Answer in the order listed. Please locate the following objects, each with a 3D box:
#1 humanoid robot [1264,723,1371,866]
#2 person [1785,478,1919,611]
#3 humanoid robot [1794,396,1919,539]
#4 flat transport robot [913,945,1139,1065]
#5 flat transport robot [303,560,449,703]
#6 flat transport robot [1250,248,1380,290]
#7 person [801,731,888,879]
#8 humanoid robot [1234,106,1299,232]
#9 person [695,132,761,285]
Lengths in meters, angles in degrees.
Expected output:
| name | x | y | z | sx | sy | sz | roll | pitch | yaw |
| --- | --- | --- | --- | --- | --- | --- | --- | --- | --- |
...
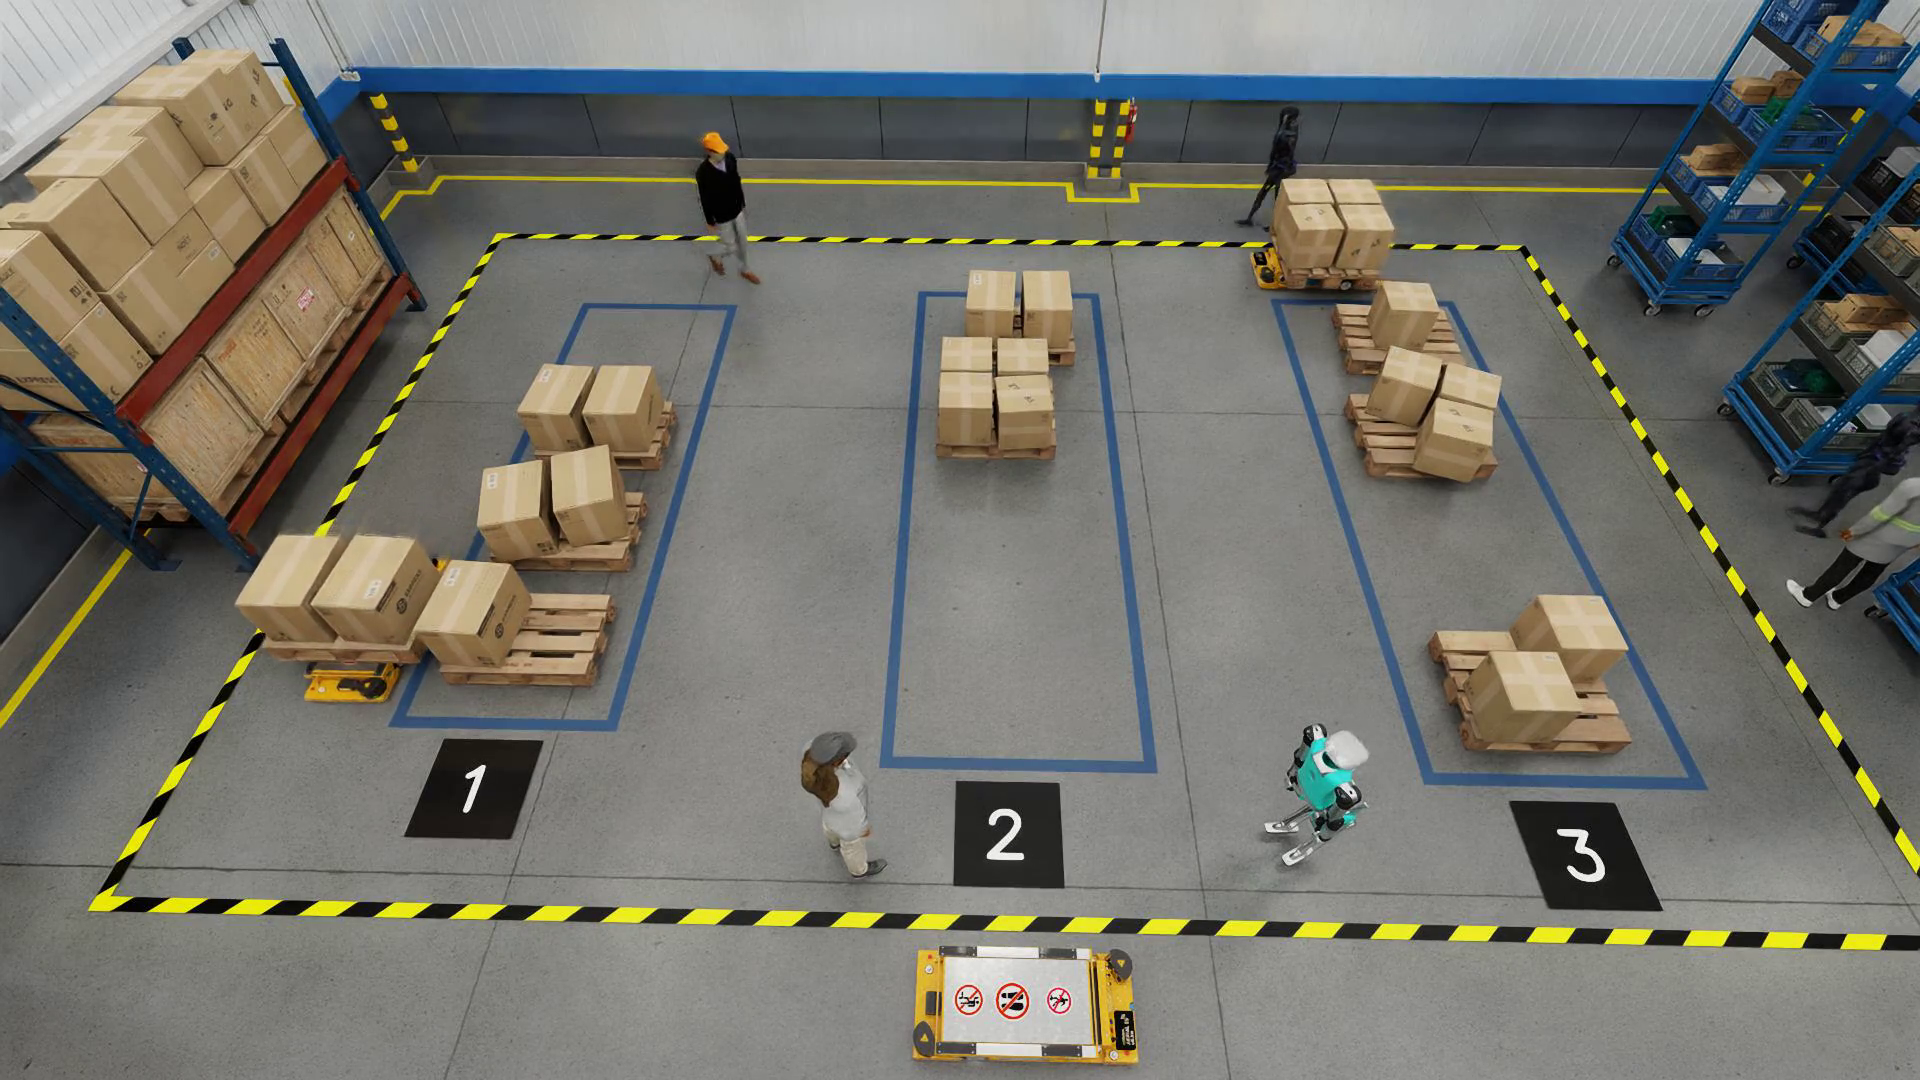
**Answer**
| name | x | y | z | sx | sy | sz | roll | pitch | yaw |
| --- | --- | --- | --- | --- | --- | --- | --- | --- | --- |
| humanoid robot | 2.500 | 1.685 | 6.076 | 0.735 | 1.681 | 0.533 | -11 | 52 | -9 |
| person | 7.634 | -0.075 | 7.527 | 0.587 | 1.850 | 0.394 | 10 | 51 | 8 |
| humanoid robot | 8.105 | -0.669 | 8.127 | 0.332 | 1.665 | 0.608 | 32 | 57 | 23 |
| flat transport robot | 0.422 | 3.041 | 6.007 | 1.431 | 0.231 | 0.659 | 1 | 51 | 1 |
| flat transport robot | -5.010 | 0.721 | 7.880 | 0.652 | 0.197 | 1.431 | 1 | 51 | 1 |
| flat transport robot | 4.333 | -3.340 | 11.190 | 1.431 | 0.197 | 0.652 | 1 | 51 | 1 |
| person | -0.796 | 1.767 | 6.076 | 0.399 | 1.769 | 0.560 | -30 | 57 | -22 |
| humanoid robot | 3.887 | -4.522 | 11.275 | 0.630 | 1.638 | 0.609 | -5 | 51 | -4 |
| person | -2.709 | -3.797 | 10.551 | 0.525 | 1.872 | 0.584 | 24 | 55 | 18 |
